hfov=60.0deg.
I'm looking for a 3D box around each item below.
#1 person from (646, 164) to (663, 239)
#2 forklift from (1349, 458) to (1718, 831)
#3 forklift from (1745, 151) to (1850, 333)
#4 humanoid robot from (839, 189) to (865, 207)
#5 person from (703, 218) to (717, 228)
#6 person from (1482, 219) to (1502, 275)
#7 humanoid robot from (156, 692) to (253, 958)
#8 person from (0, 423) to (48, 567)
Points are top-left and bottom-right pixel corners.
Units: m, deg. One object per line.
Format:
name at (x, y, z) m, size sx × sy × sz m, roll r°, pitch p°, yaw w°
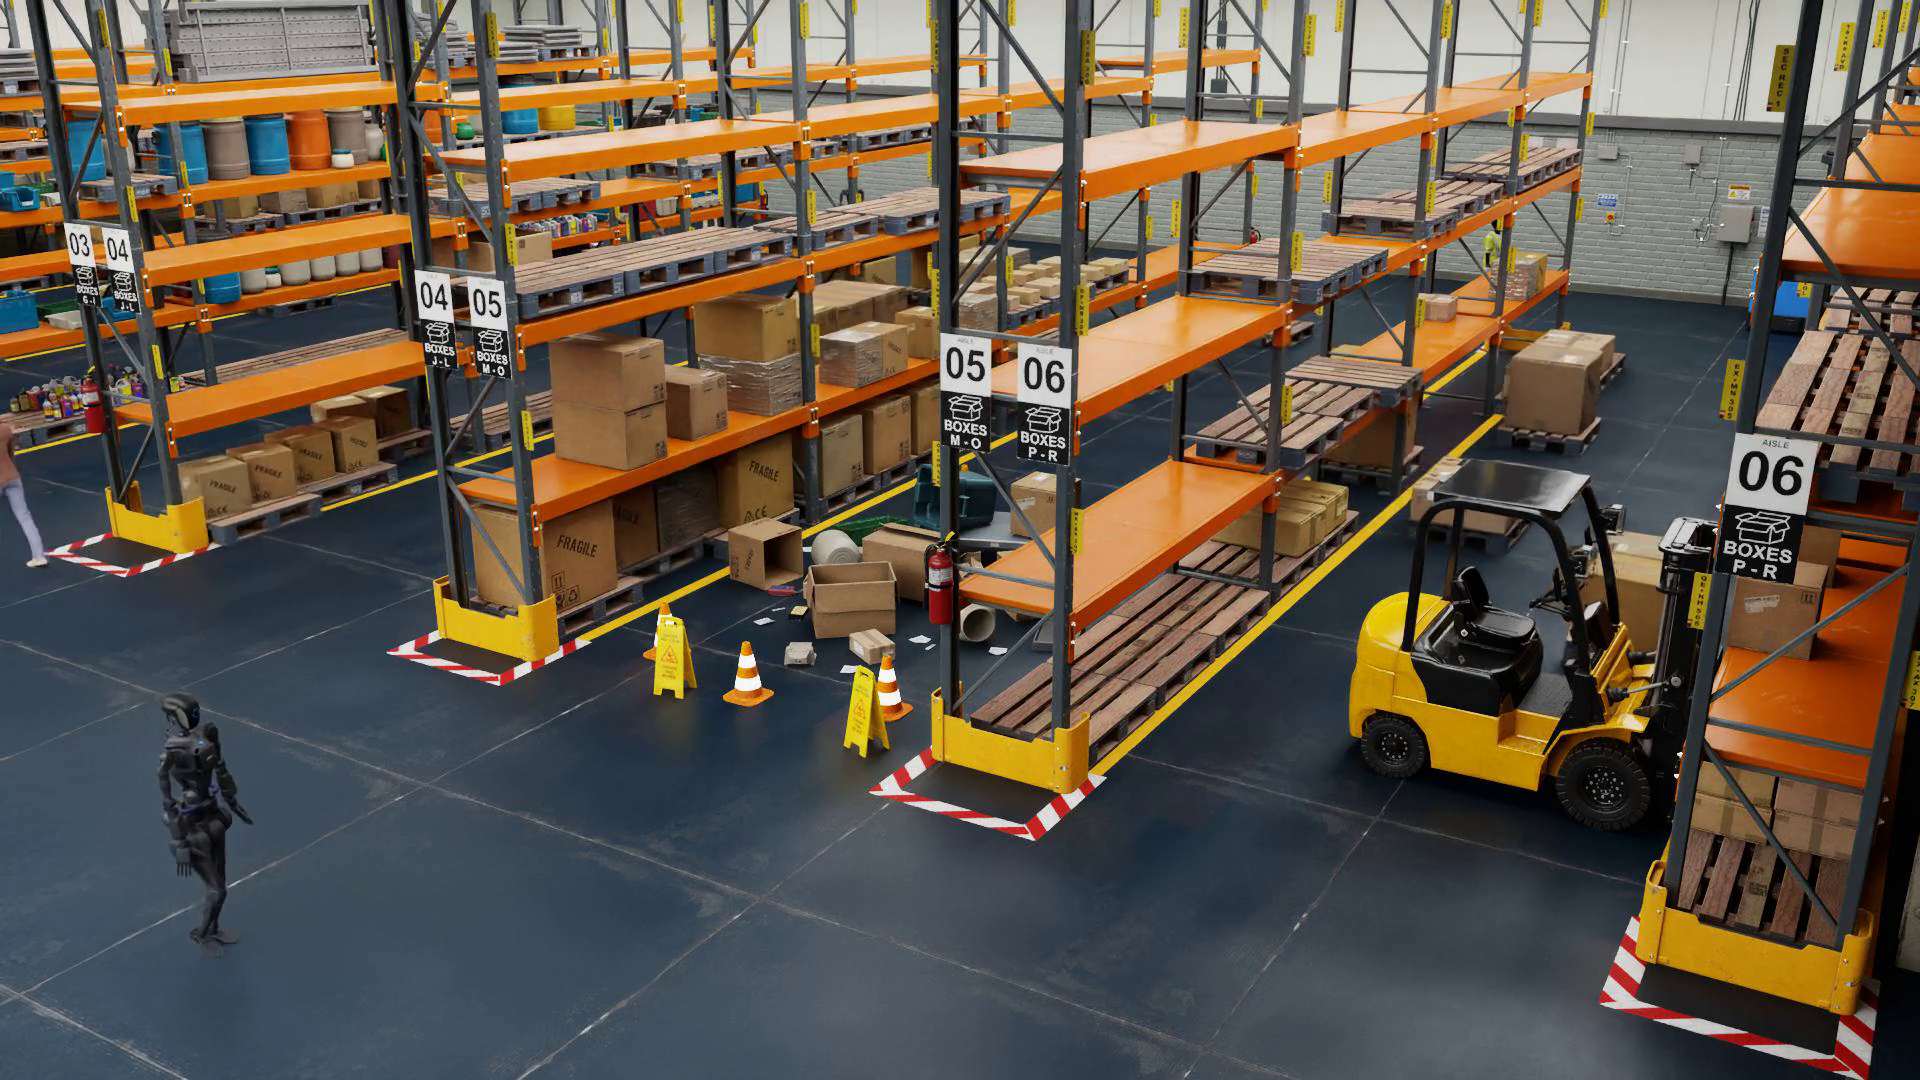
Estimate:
person at (-6.394, -7.159, 35.039) m, size 0.579 × 1.750 × 0.870 m, roll -12°, pitch 22°, yaw -30°
forklift at (3.988, 0.658, 11.776) m, size 2.313 × 2.155 × 1.214 m, roll 11°, pitch 22°, yaw 29°
forklift at (13.620, -4.667, 26.137) m, size 1.873 × 2.768 × 1.129 m, roll 11°, pitch 22°, yaw 29°
humanoid robot at (-2.114, -6.384, 32.934) m, size 0.593 × 1.638 × 0.642 m, roll -10°, pitch 21°, yaw -26°
person at (-5.246, -7.056, 34.843) m, size 0.488 × 1.685 × 0.350 m, roll -6°, pitch 20°, yaw -17°
person at (8.829, -4.532, 27.531) m, size 0.318 × 1.696 × 0.534 m, roll 18°, pitch 26°, yaw 42°
humanoid robot at (-4.417, 1.641, 9.716) m, size 0.340 × 1.653 × 0.588 m, roll 3°, pitch 19°, yaw 10°
person at (-9.272, -0.561, 16.014) m, size 0.902 × 1.713 × 0.531 m, roll 9°, pitch 21°, yaw 24°
